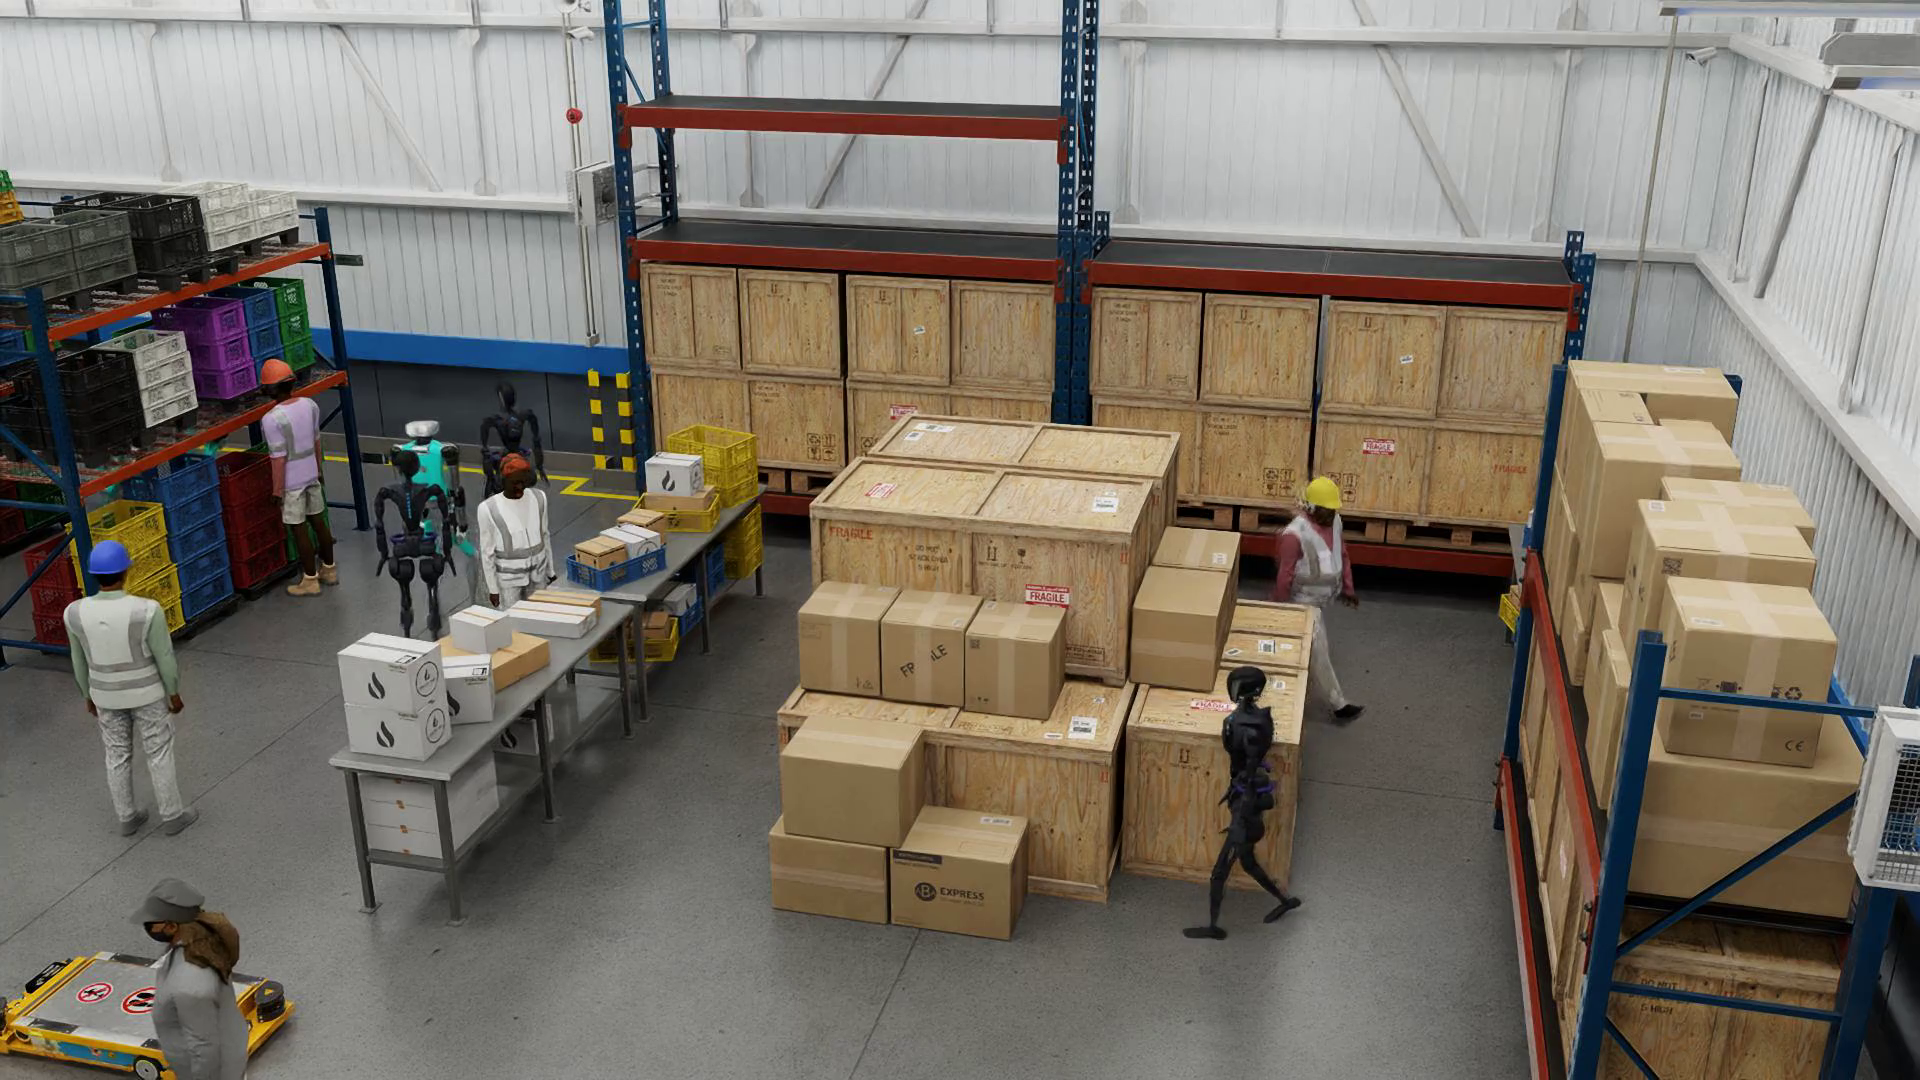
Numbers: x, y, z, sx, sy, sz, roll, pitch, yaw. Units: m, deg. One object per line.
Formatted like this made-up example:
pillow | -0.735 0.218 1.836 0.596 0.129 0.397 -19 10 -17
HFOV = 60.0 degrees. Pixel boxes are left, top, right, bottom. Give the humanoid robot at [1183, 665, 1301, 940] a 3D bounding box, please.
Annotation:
humanoid robot | 1.622 1.462 9.306 0.684 1.627 0.613 1 21 3

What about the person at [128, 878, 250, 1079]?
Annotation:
person | -3.214 2.221 7.130 0.395 1.769 0.564 -8 22 -20

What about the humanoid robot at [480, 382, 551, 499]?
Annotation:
humanoid robot | -3.985 -0.637 14.781 0.590 1.634 0.697 -16 26 -35

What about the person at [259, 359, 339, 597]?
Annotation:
person | -5.575 -0.517 13.919 0.391 2.039 0.612 6 22 15

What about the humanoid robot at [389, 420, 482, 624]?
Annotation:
humanoid robot | -4.216 -0.180 13.529 0.530 1.805 0.797 -1 21 -2

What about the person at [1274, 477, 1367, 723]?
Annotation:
person | 2.585 0.408 11.860 0.966 1.772 0.591 19 28 40

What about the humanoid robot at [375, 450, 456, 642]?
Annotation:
humanoid robot | -4.195 0.125 12.751 0.601 1.638 0.415 -5 21 -12

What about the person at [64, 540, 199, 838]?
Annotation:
person | -5.118 0.944 10.283 0.611 1.908 0.412 -1 21 -2

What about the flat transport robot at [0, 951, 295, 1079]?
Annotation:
flat transport robot | -4.270 2.464 8.601 1.431 0.231 0.659 5 22 13

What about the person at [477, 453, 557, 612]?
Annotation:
person | -3.180 0.275 12.061 0.355 1.887 0.573 17 27 38

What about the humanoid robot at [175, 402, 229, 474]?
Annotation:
humanoid robot | -7.146 -0.947 15.478 0.550 1.795 0.699 2 21 5

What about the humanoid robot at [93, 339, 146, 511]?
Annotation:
humanoid robot | -7.900 -0.975 15.468 0.679 1.760 0.545 -8 22 -20

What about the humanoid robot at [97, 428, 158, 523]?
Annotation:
humanoid robot | -7.401 -0.610 14.664 0.554 1.849 0.771 2 21 5
